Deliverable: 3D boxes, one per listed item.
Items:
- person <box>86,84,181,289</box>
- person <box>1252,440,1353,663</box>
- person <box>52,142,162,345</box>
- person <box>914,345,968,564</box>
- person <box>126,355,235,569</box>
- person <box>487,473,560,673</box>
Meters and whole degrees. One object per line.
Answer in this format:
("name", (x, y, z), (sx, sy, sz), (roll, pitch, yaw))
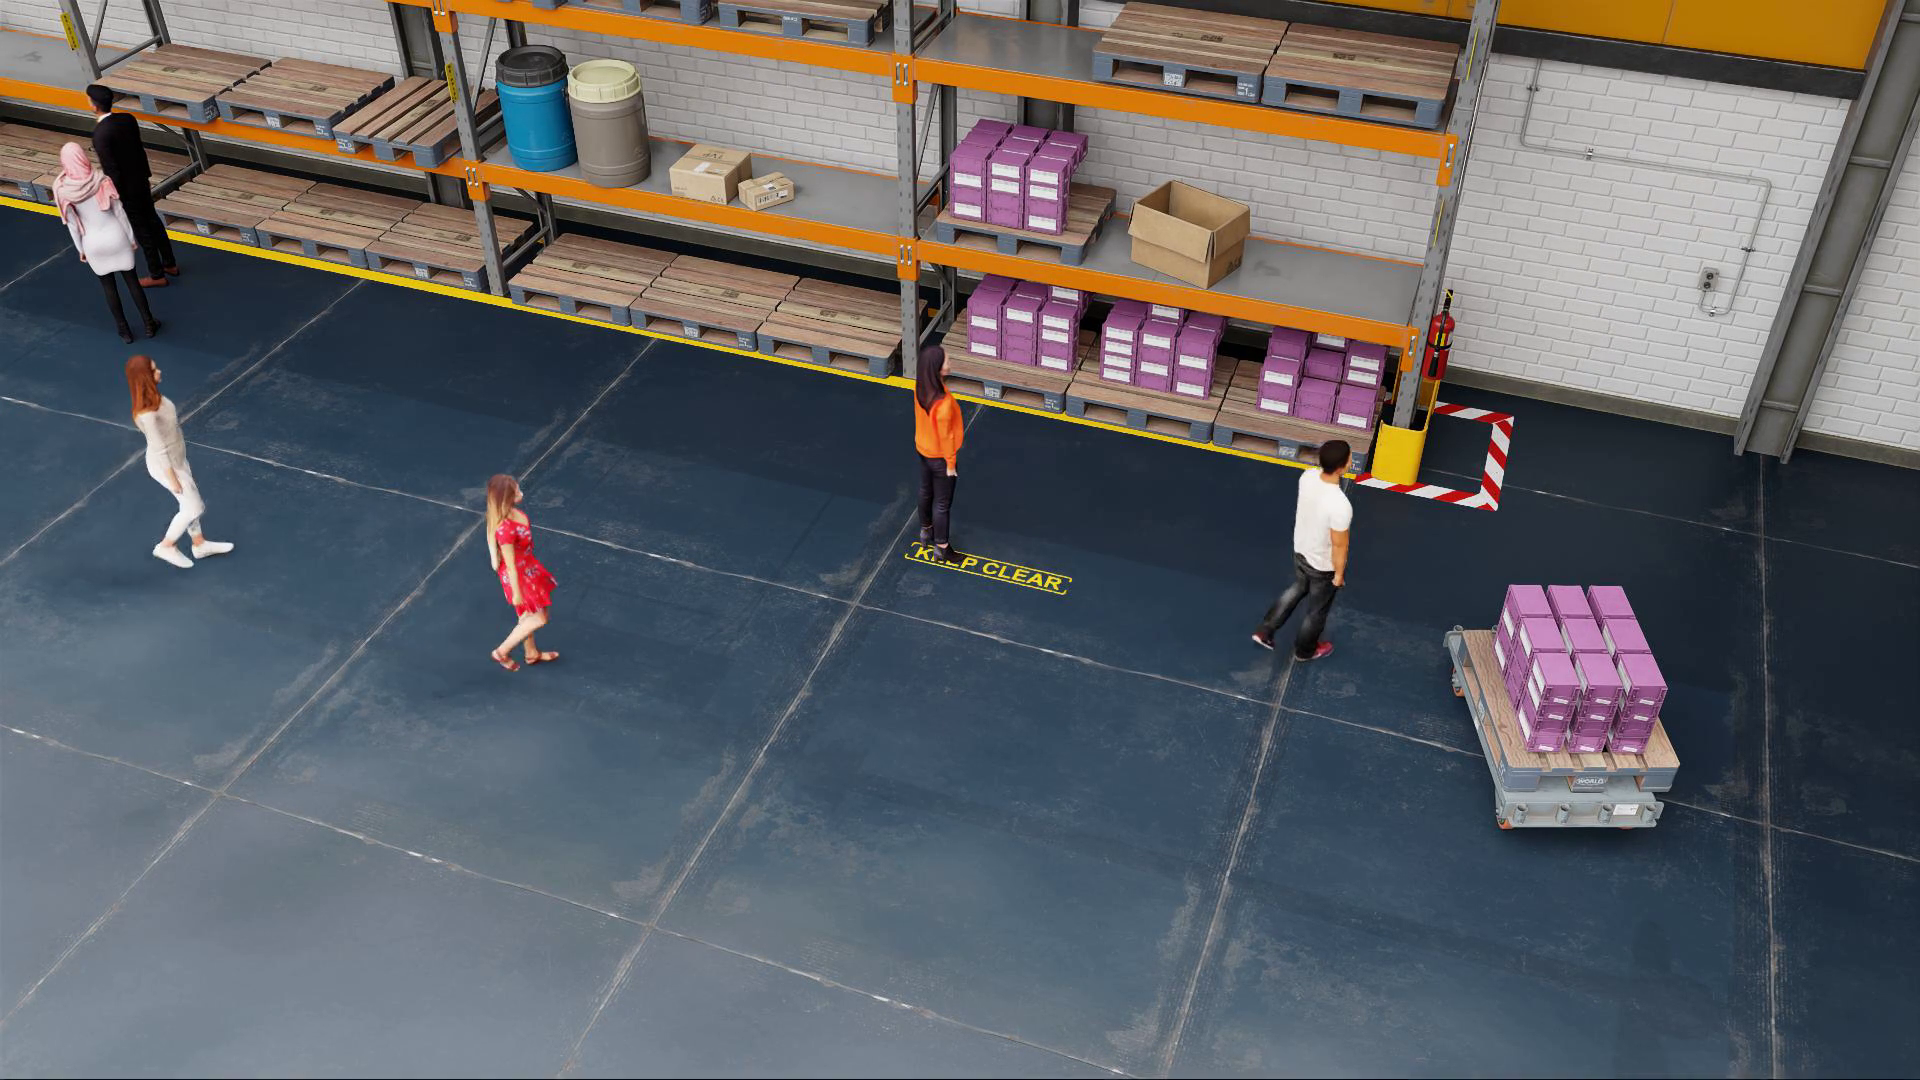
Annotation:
("person", (-7.305, -3.125, 14.654), (0.630, 1.884, 0.741), (5, 39, 6))
("person", (2.222, 0.108, 10.677), (0.980, 1.795, 0.922), (-17, 42, -20))
("person", (-7.149, -2.487, 13.919), (0.742, 1.804, 0.800), (-17, 42, -20))
("person", (-0.164, -0.605, 11.607), (0.759, 1.749, 0.699), (-16, 41, -19))
("person", (-5.568, -0.509, 11.531), (0.866, 1.693, 0.801), (-14, 41, -17))
("person", (-2.922, 0.242, 10.680), (0.858, 1.582, 0.791), (-15, 41, -17))
